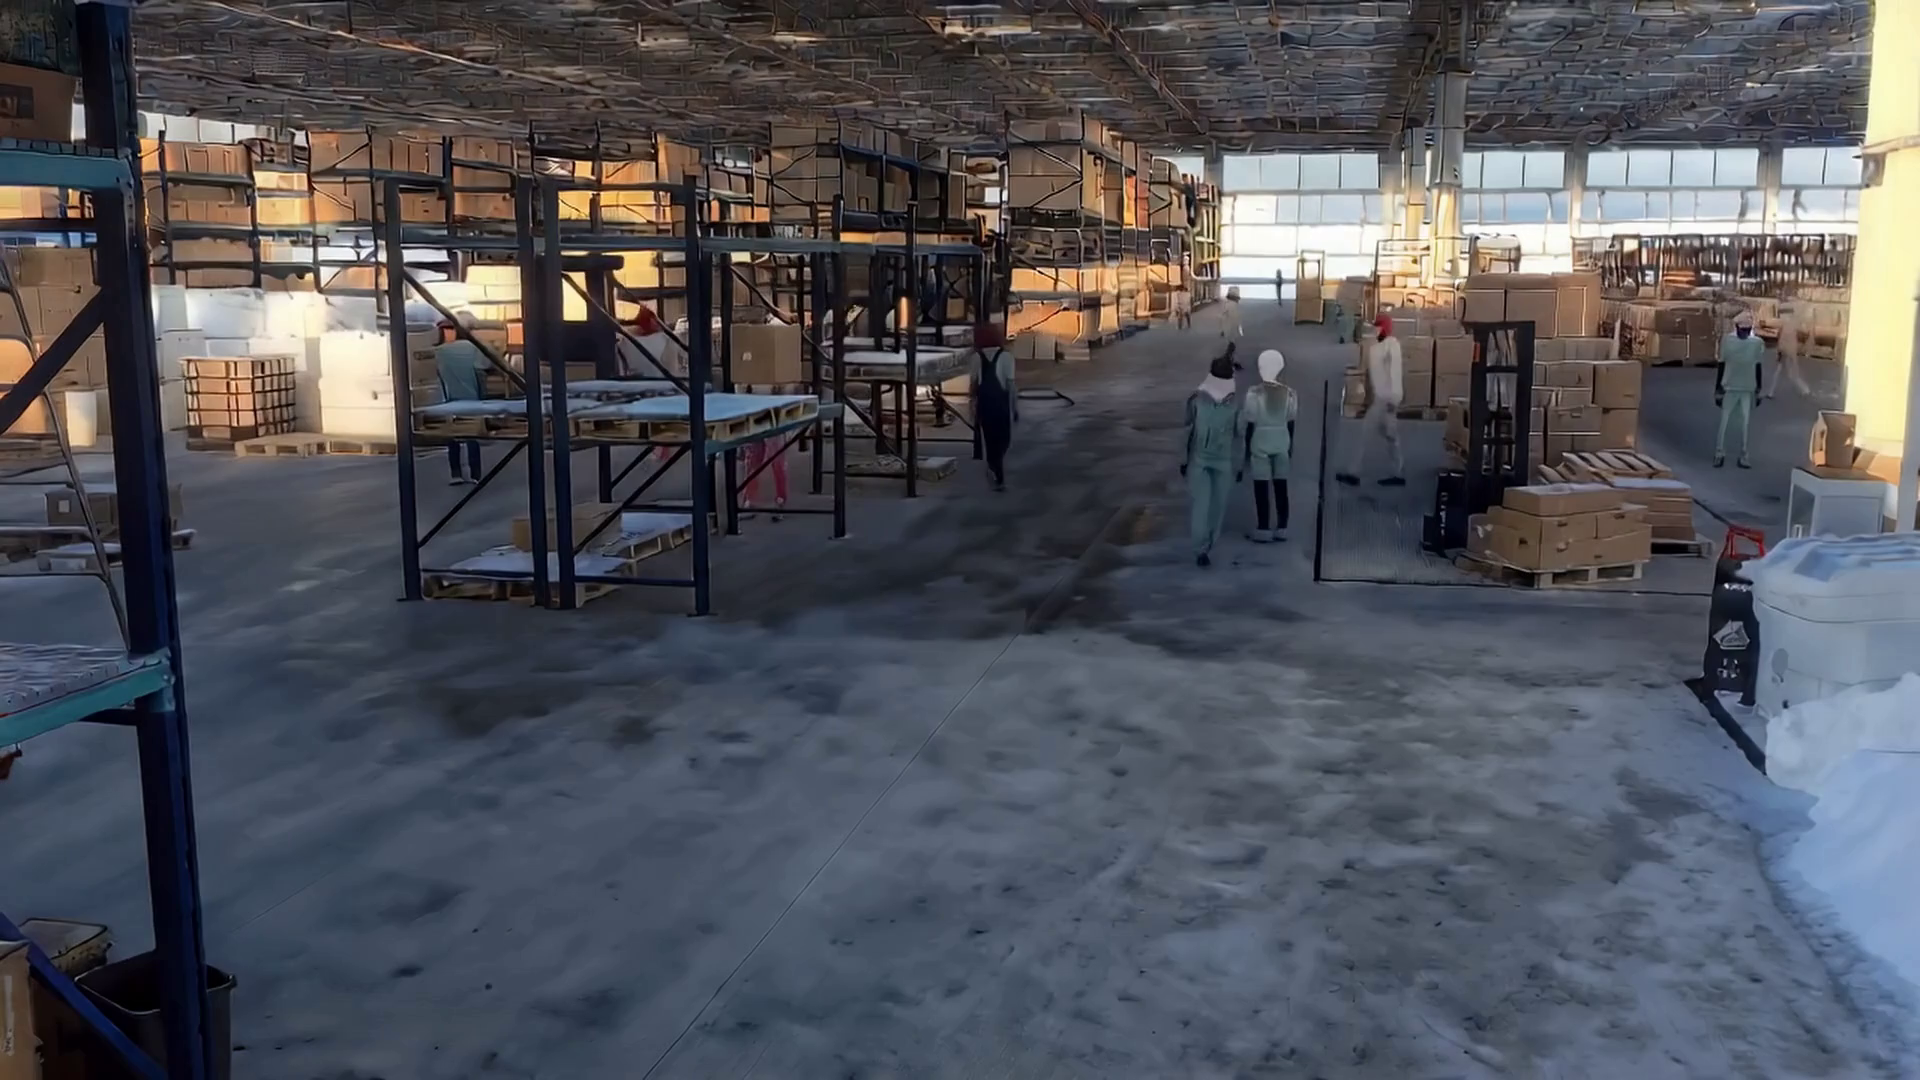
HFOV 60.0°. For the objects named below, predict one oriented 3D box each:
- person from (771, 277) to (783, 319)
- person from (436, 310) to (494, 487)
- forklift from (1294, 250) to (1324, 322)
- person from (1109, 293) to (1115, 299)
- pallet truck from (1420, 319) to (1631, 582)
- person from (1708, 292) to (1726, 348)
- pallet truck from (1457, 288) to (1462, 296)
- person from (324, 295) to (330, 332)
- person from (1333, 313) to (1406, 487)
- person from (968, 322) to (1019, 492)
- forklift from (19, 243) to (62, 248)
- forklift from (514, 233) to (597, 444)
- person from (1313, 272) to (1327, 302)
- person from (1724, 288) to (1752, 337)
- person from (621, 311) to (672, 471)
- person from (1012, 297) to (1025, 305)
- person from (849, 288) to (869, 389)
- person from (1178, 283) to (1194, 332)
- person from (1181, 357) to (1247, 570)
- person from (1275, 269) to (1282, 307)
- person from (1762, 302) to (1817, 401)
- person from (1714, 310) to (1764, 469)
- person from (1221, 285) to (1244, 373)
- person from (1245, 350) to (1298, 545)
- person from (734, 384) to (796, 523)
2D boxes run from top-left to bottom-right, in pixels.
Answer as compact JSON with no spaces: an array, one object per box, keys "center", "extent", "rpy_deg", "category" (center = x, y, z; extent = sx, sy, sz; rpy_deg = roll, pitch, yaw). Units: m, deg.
[{"center":[-5.967,-7.590,53.995],"extent":[0.387,1.919,0.594],"rpy_deg":[-3,10,-19],"category":"person"},{"center":[-5.412,-1.539,18.146],"extent":[0.589,1.924,0.383],"rpy_deg":[3,10,18],"category":"person"},{"center":[13.778,-10.002,65.433],"extent":[1.129,2.768,1.873],"rpy_deg":[2,10,12],"category":"forklift"},{"center":[6.471,-10.239,70.527],"extent":[0.266,1.631,0.509],"rpy_deg":[-2,10,-11],"category":"person"},{"center":[4.543,-0.757,13.299],"extent":[0.823,1.965,1.885],"rpy_deg":[-4,10,-22],"category":"pallet truck"},{"center":[18.961,-5.371,41.628],"extent":[0.536,1.648,0.887],"rpy_deg":[3,10,16],"category":"person"},{"center":[20.506,-9.785,68.819],"extent":[0.653,1.274,1.630],"rpy_deg":[2,10,12],"category":"pallet truck"},{"center":[-16.676,-5.705,43.746],"extent":[0.672,1.611,0.533],"rpy_deg":[-4,11,-24],"category":"person"},{"center":[4.462,-1.499,18.012],"extent":[0.951,1.885,0.676],"rpy_deg":[0,10,-2],"category":"person"},{"center":[0.332,-1.388,17.559],"extent":[0.555,1.817,0.592],"rpy_deg":[3,10,18],"category":"person"},{"center":[-20.483,-5.245,37.264],"extent":[1.873,2.768,1.129],"rpy_deg":[2,10,12],"category":"forklift"},{"center":[-5.266,-2.729,22.367],"extent":[1.129,2.768,1.873],"rpy_deg":[0,10,2],"category":"forklift"},{"center":[20.296,-14.320,94.202],"extent":[0.929,1.788,0.633],"rpy_deg":[-2,10,-13],"category":"person"},{"center":[17.895,-4.881,38.259],"extent":[0.616,1.812,0.495],"rpy_deg":[2,10,10],"category":"person"},{"center":[-3.717,-1.786,19.788],"extent":[0.602,1.860,1.042],"rpy_deg":[-1,10,-7],"category":"person"},{"center":[2.065,-8.153,57.629],"extent":[0.485,1.834,0.795],"rpy_deg":[-7,12,-38],"category":"person"},{"center":[-1.814,-3.794,31.441],"extent":[0.624,1.946,0.731],"rpy_deg":[4,10,22],"category":"person"},{"center":[7.720,-7.937,56.834],"extent":[0.531,1.654,0.885],"rpy_deg":[-2,10,-14],"category":"person"},{"center":[2.037,-0.596,13.207],"extent":[0.497,1.691,0.882],"rpy_deg":[-1,10,-3],"category":"person"},{"center":[16.666,-13.217,87.138],"extent":[0.414,1.985,0.611],"rpy_deg":[1,10,5],"category":"person"},{"center":[14.568,-3.291,29.111],"extent":[0.872,1.733,0.529],"rpy_deg":[4,10,24],"category":"person"},{"center":[9.202,-1.769,19.657],"extent":[0.521,1.876,0.325],"rpy_deg":[3,10,16],"category":"person"},{"center":[6.019,-4.581,36.178],"extent":[0.780,1.913,0.571],"rpy_deg":[9,13,43],"category":"person"},{"center":[2.691,-0.808,14.495],"extent":[0.540,1.695,0.317],"rpy_deg":[-5,11,-26],"category":"person"},{"center":[-1.859,-1.078,15.681],"extent":[0.619,1.838,0.430],"rpy_deg":[2,10,14],"category":"person"}]
